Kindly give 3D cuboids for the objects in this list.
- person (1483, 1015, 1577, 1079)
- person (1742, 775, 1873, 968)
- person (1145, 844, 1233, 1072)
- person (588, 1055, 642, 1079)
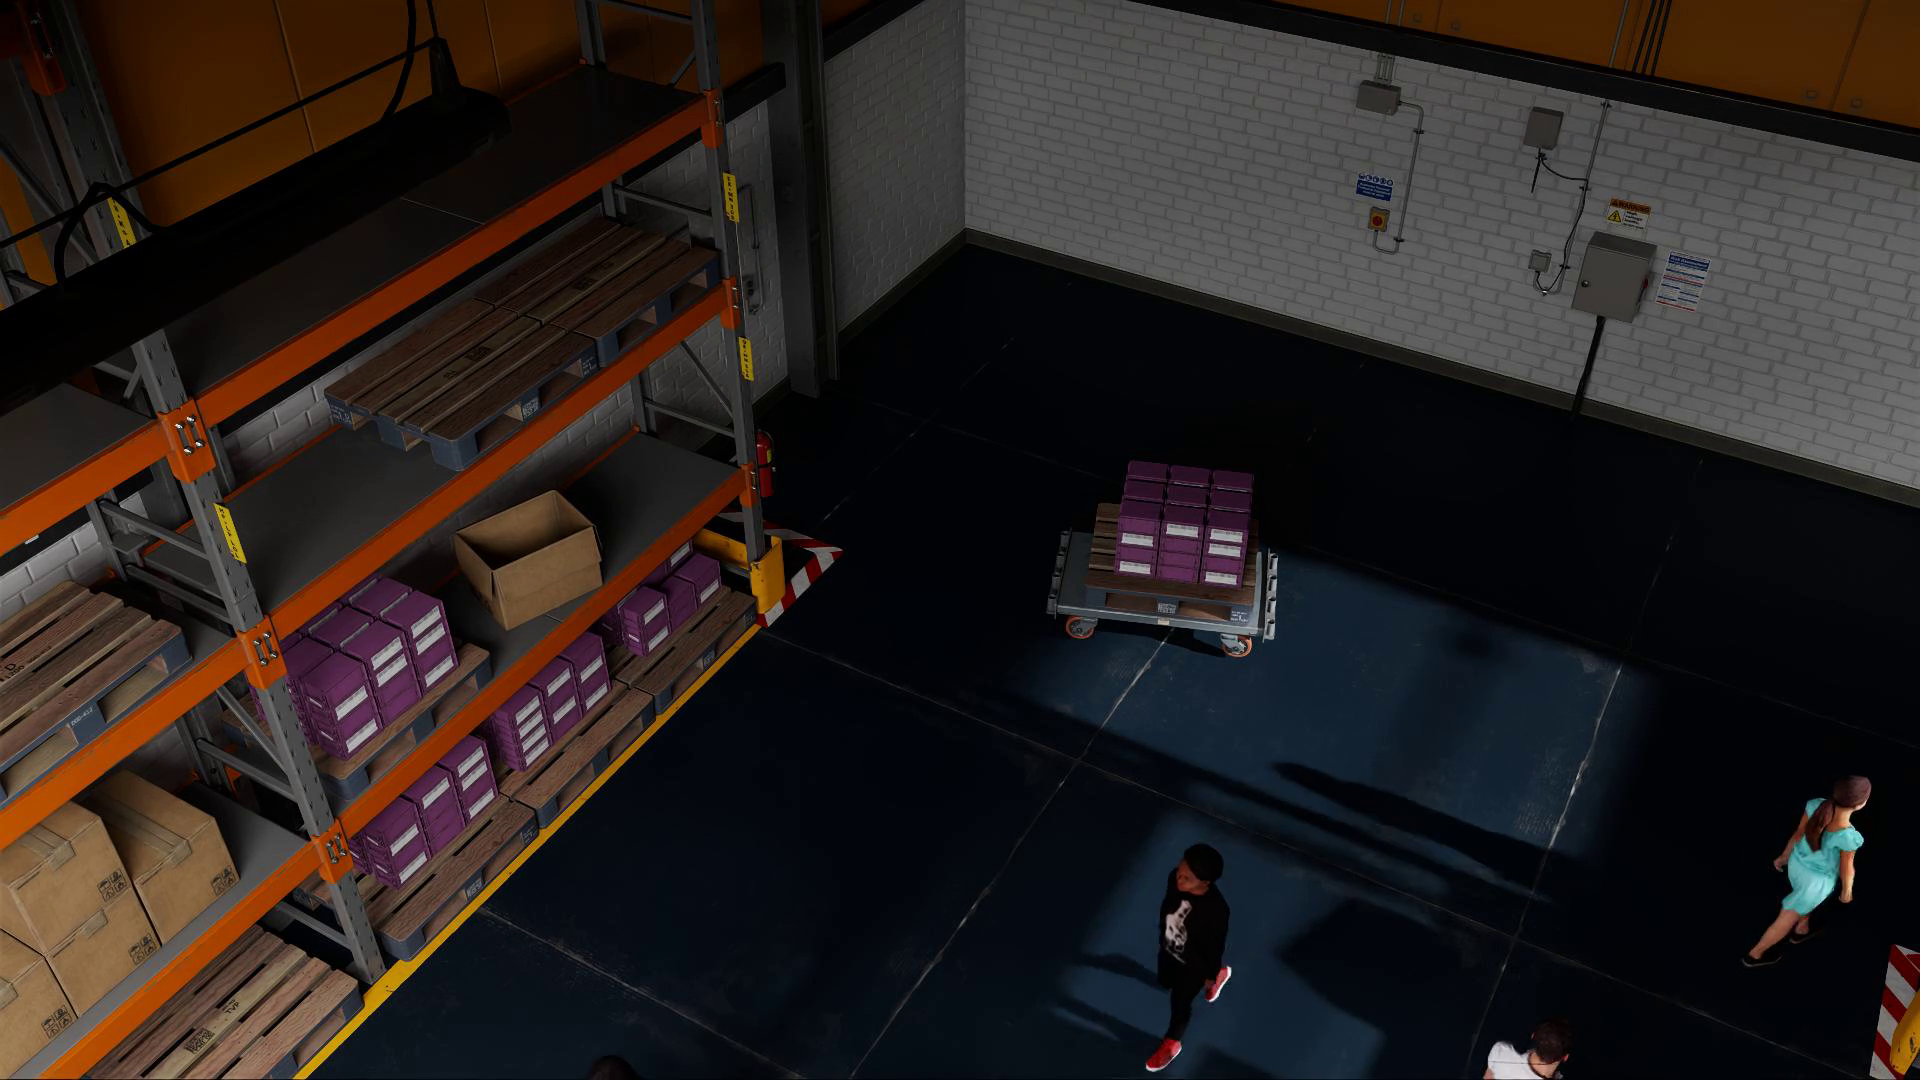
[{"bbox_3d":[2.611,2.975,8.062,0.755,1.837,0.748,-30,48,-32],"label":"person"},{"bbox_3d":[4.847,1.942,9.595,0.904,1.539,0.856,-8,39,-10],"label":"person"},{"bbox_3d":[1.306,2.228,9.143,1.017,1.656,0.808,-27,46,-30],"label":"person"},{"bbox_3d":[-1.558,2.971,8.246,0.604,1.615,0.824,18,42,21],"label":"person"}]
